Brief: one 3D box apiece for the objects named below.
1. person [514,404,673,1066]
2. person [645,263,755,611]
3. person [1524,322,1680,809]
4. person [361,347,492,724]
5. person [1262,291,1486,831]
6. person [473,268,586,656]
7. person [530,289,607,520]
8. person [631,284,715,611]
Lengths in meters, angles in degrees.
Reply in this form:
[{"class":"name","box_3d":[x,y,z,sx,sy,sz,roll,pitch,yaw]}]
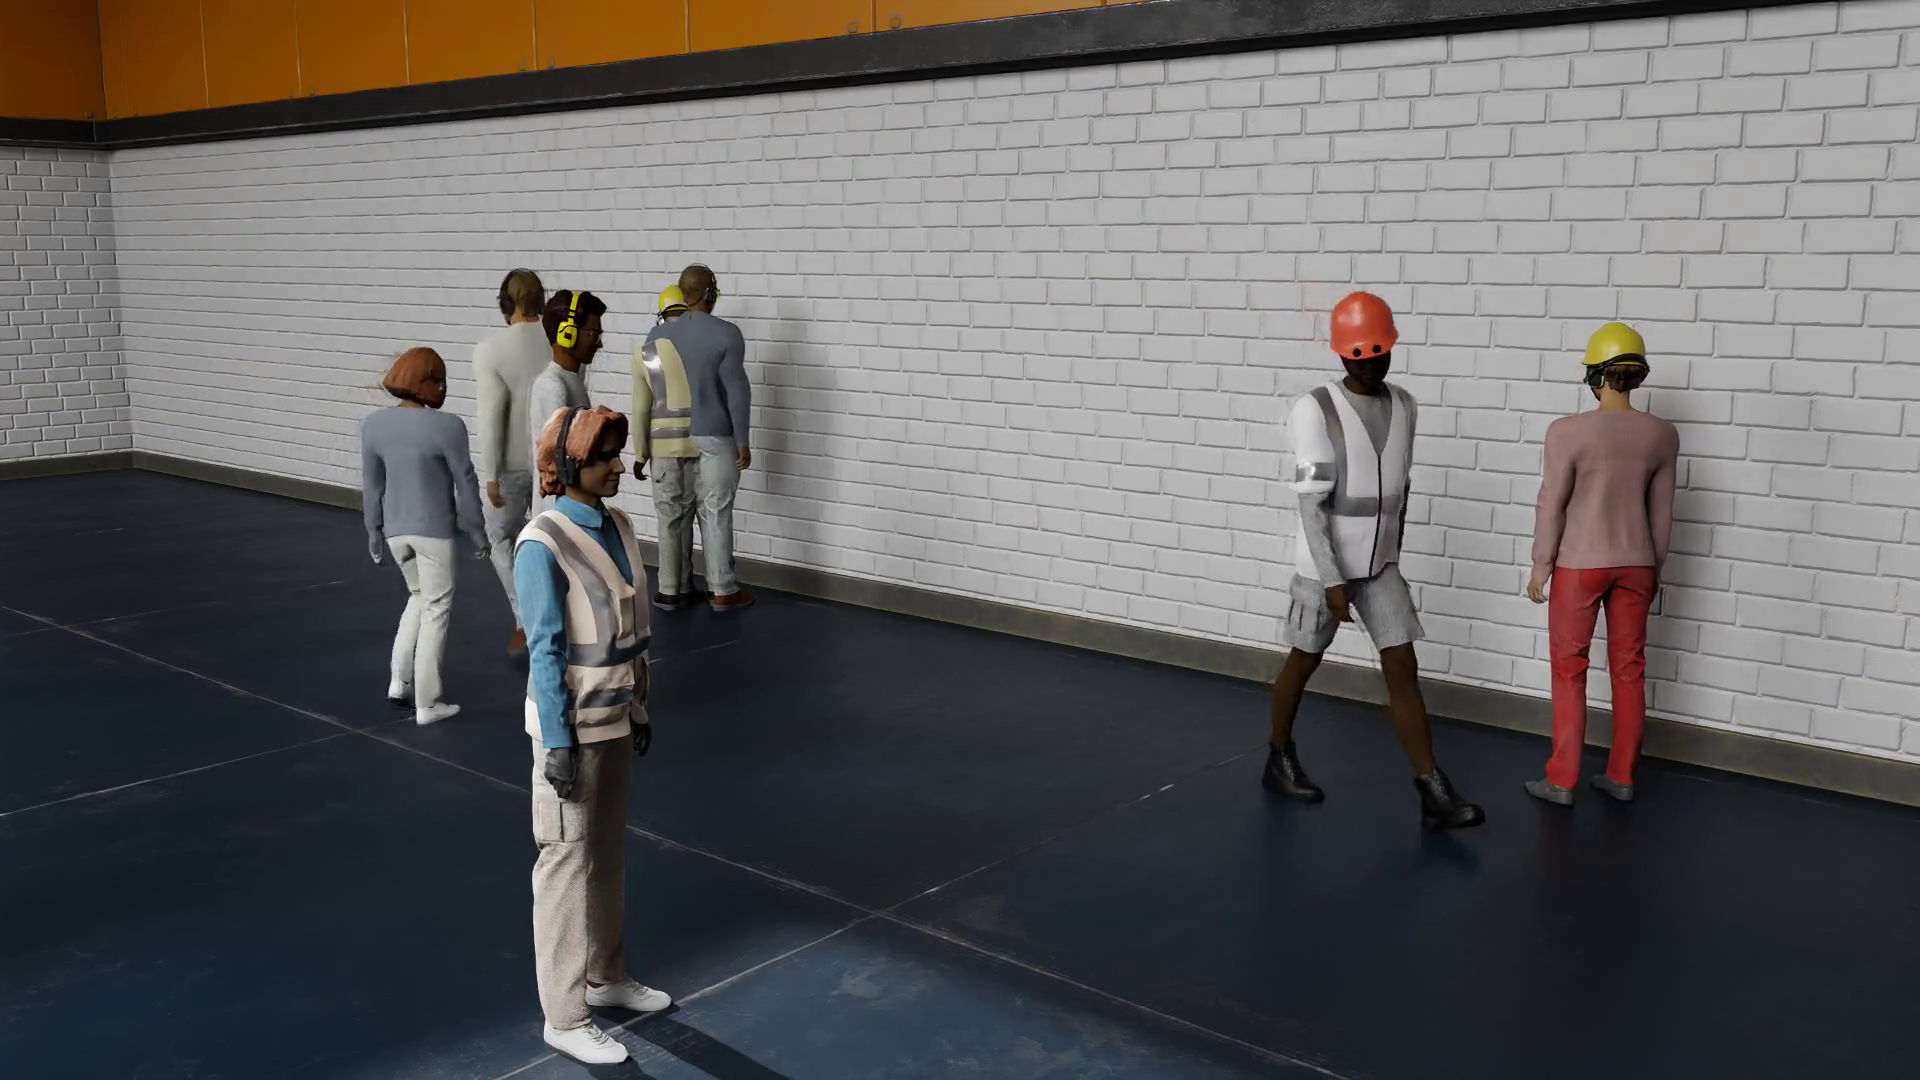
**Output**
[{"class":"person","box_3d":[-0.938,0.477,4.207,0.307,1.641,0.511,2,10,11]},{"class":"person","box_3d":[-1.440,-0.565,9.294,0.632,1.939,0.368,4,11,22]},{"class":"person","box_3d":[2.325,0.096,6.049,0.527,1.761,0.328,-2,10,-10]},{"class":"person","box_3d":[-2.280,-0.015,7.101,0.498,1.613,0.362,4,11,21]},{"class":"person","box_3d":[1.404,0.081,5.805,0.553,1.867,0.984,-4,11,-24]},{"class":"person","box_3d":[-2.102,-0.359,8.157,0.428,1.926,0.636,10,14,44]},{"class":"person","box_3d":[-1.509,-0.042,6.523,0.328,1.865,0.521,-3,10,-14]},{"class":"person","box_3d":[-1.552,-0.513,9.327,0.588,1.822,0.403,-4,11,-21]}]
